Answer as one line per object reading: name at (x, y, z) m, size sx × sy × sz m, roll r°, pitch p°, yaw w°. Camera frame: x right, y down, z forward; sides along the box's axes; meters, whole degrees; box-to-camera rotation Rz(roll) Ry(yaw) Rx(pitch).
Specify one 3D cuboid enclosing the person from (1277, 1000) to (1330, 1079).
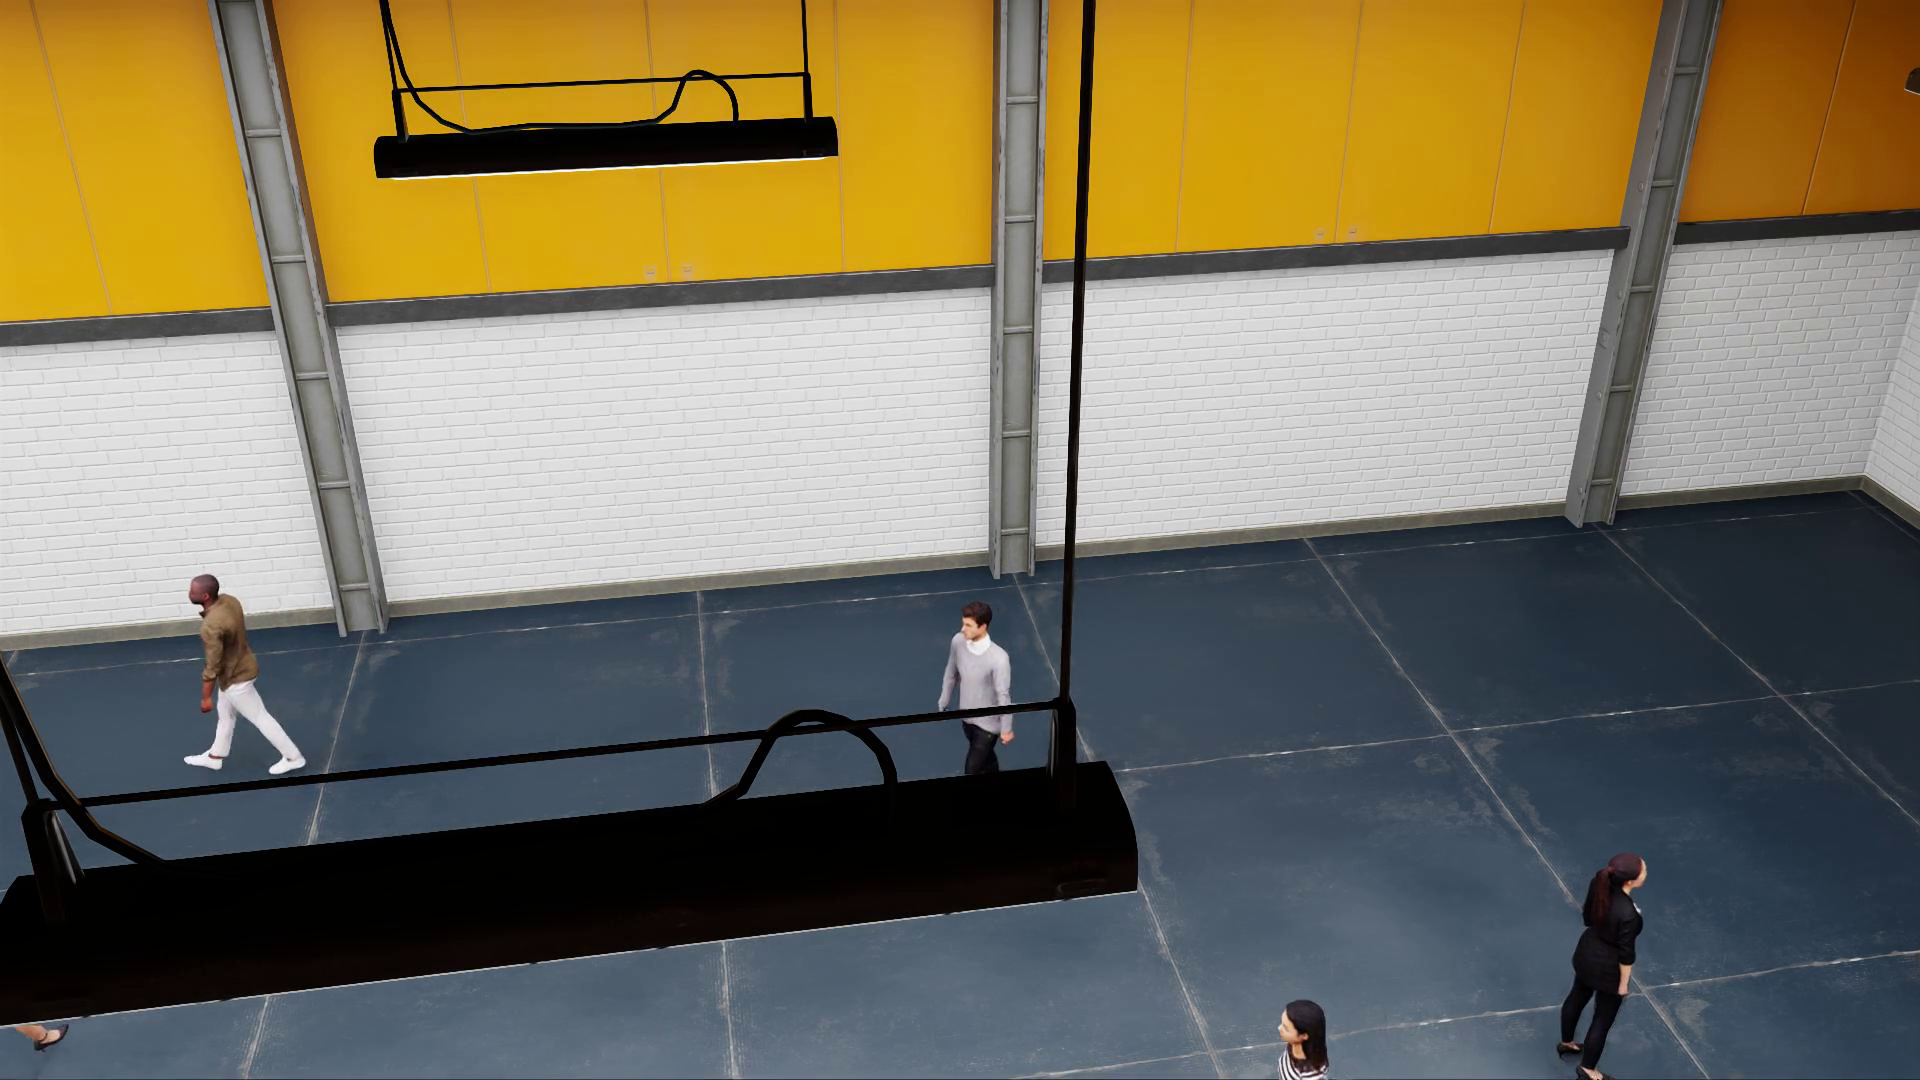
person at (1.894, 3.172, 8.904) m, size 1.019 × 1.760 × 0.607 m, roll -4°, pitch 29°, yaw -7°

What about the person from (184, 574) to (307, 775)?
person at (-5.465, 1.059, 12.749) m, size 1.143 × 1.788 × 0.776 m, roll -6°, pitch 29°, yaw -12°

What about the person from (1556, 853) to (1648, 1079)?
person at (3.882, 2.576, 10.102) m, size 0.559 × 1.661 × 0.610 m, roll -7°, pitch 29°, yaw -13°

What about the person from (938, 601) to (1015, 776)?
person at (0.232, 1.268, 12.252) m, size 1.128 × 1.898 × 1.013 m, roll -20°, pitch 34°, yaw -32°
